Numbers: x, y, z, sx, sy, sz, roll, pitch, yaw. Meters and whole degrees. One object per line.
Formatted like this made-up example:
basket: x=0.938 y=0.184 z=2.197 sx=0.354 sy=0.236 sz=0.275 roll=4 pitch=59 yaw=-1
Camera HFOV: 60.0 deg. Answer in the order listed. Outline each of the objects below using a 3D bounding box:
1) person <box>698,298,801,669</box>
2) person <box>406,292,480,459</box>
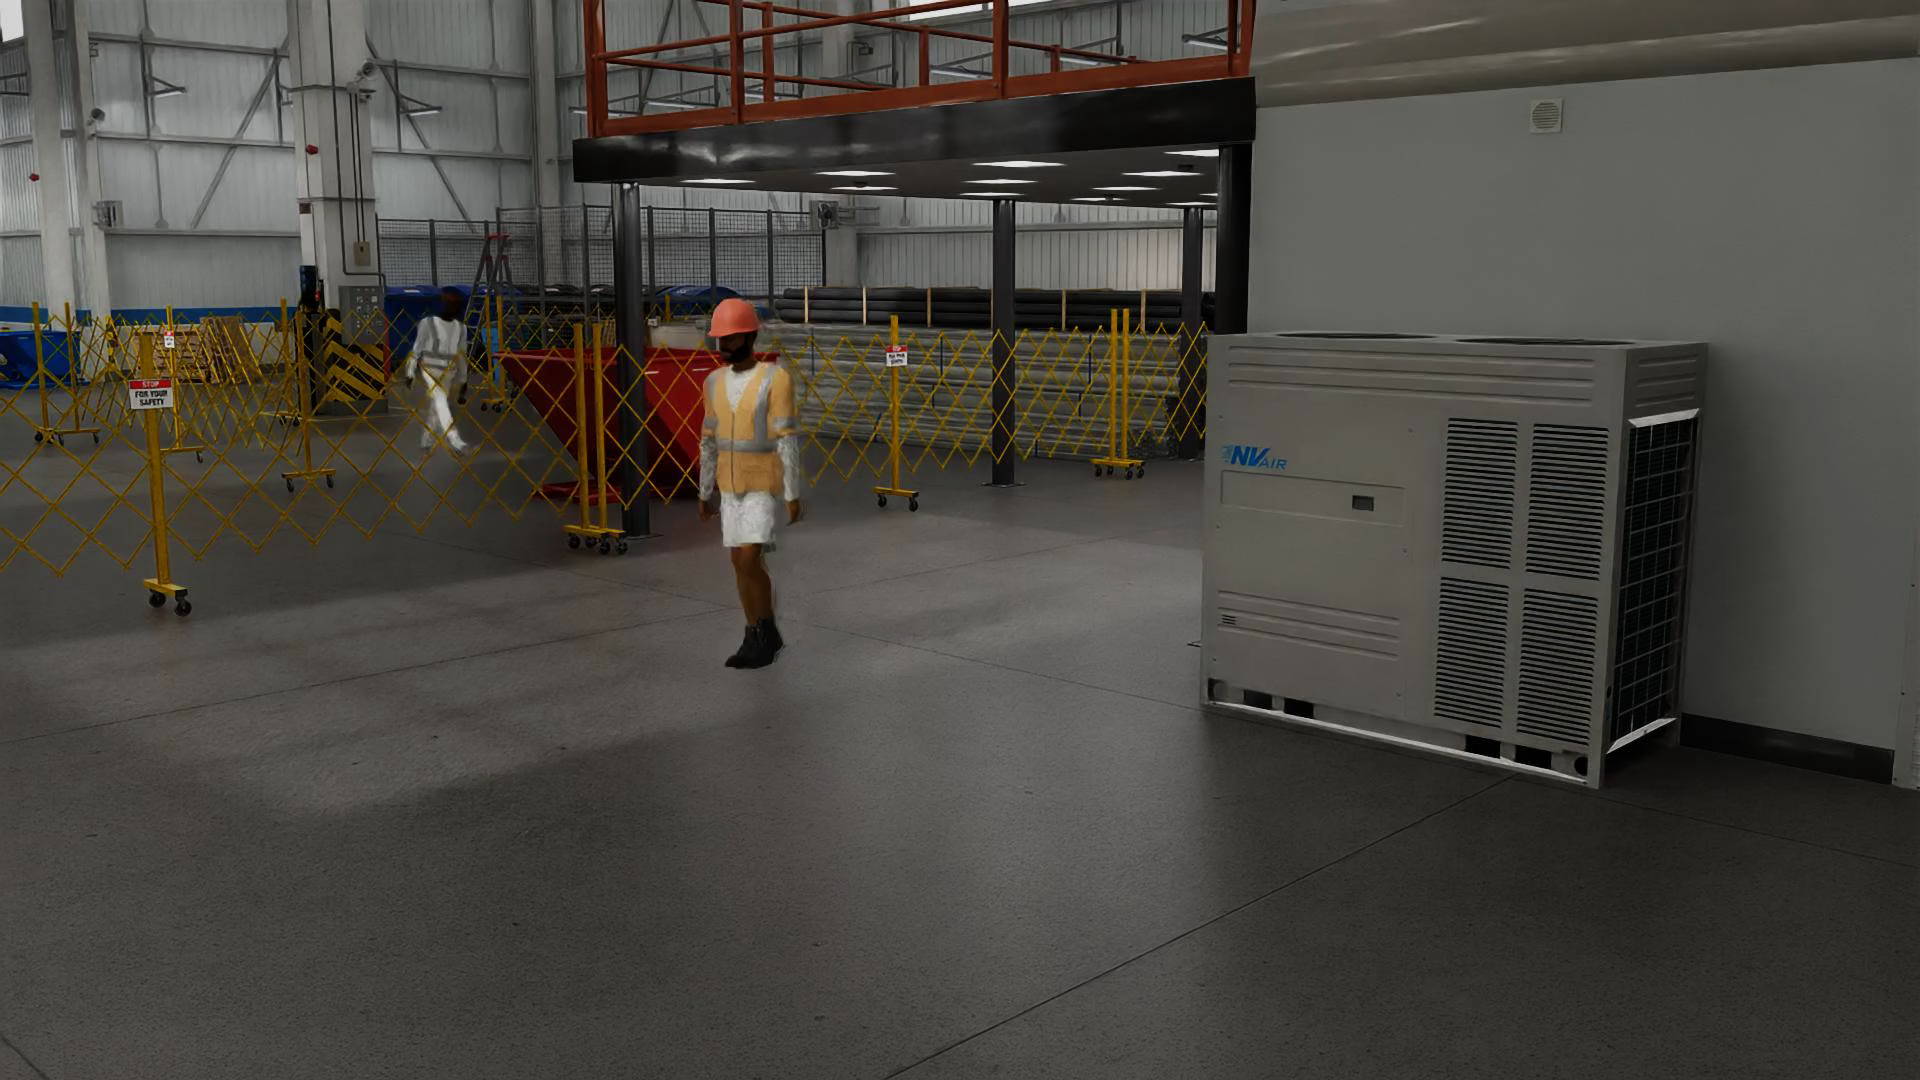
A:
person: x=-1.113 y=-0.271 z=8.538 sx=0.581 sy=1.917 sz=0.474 roll=6 pitch=11 yaw=31
person: x=-5.634 y=-1.779 z=18.098 sx=0.967 sy=1.814 sz=0.646 roll=7 pitch=11 yaw=35
